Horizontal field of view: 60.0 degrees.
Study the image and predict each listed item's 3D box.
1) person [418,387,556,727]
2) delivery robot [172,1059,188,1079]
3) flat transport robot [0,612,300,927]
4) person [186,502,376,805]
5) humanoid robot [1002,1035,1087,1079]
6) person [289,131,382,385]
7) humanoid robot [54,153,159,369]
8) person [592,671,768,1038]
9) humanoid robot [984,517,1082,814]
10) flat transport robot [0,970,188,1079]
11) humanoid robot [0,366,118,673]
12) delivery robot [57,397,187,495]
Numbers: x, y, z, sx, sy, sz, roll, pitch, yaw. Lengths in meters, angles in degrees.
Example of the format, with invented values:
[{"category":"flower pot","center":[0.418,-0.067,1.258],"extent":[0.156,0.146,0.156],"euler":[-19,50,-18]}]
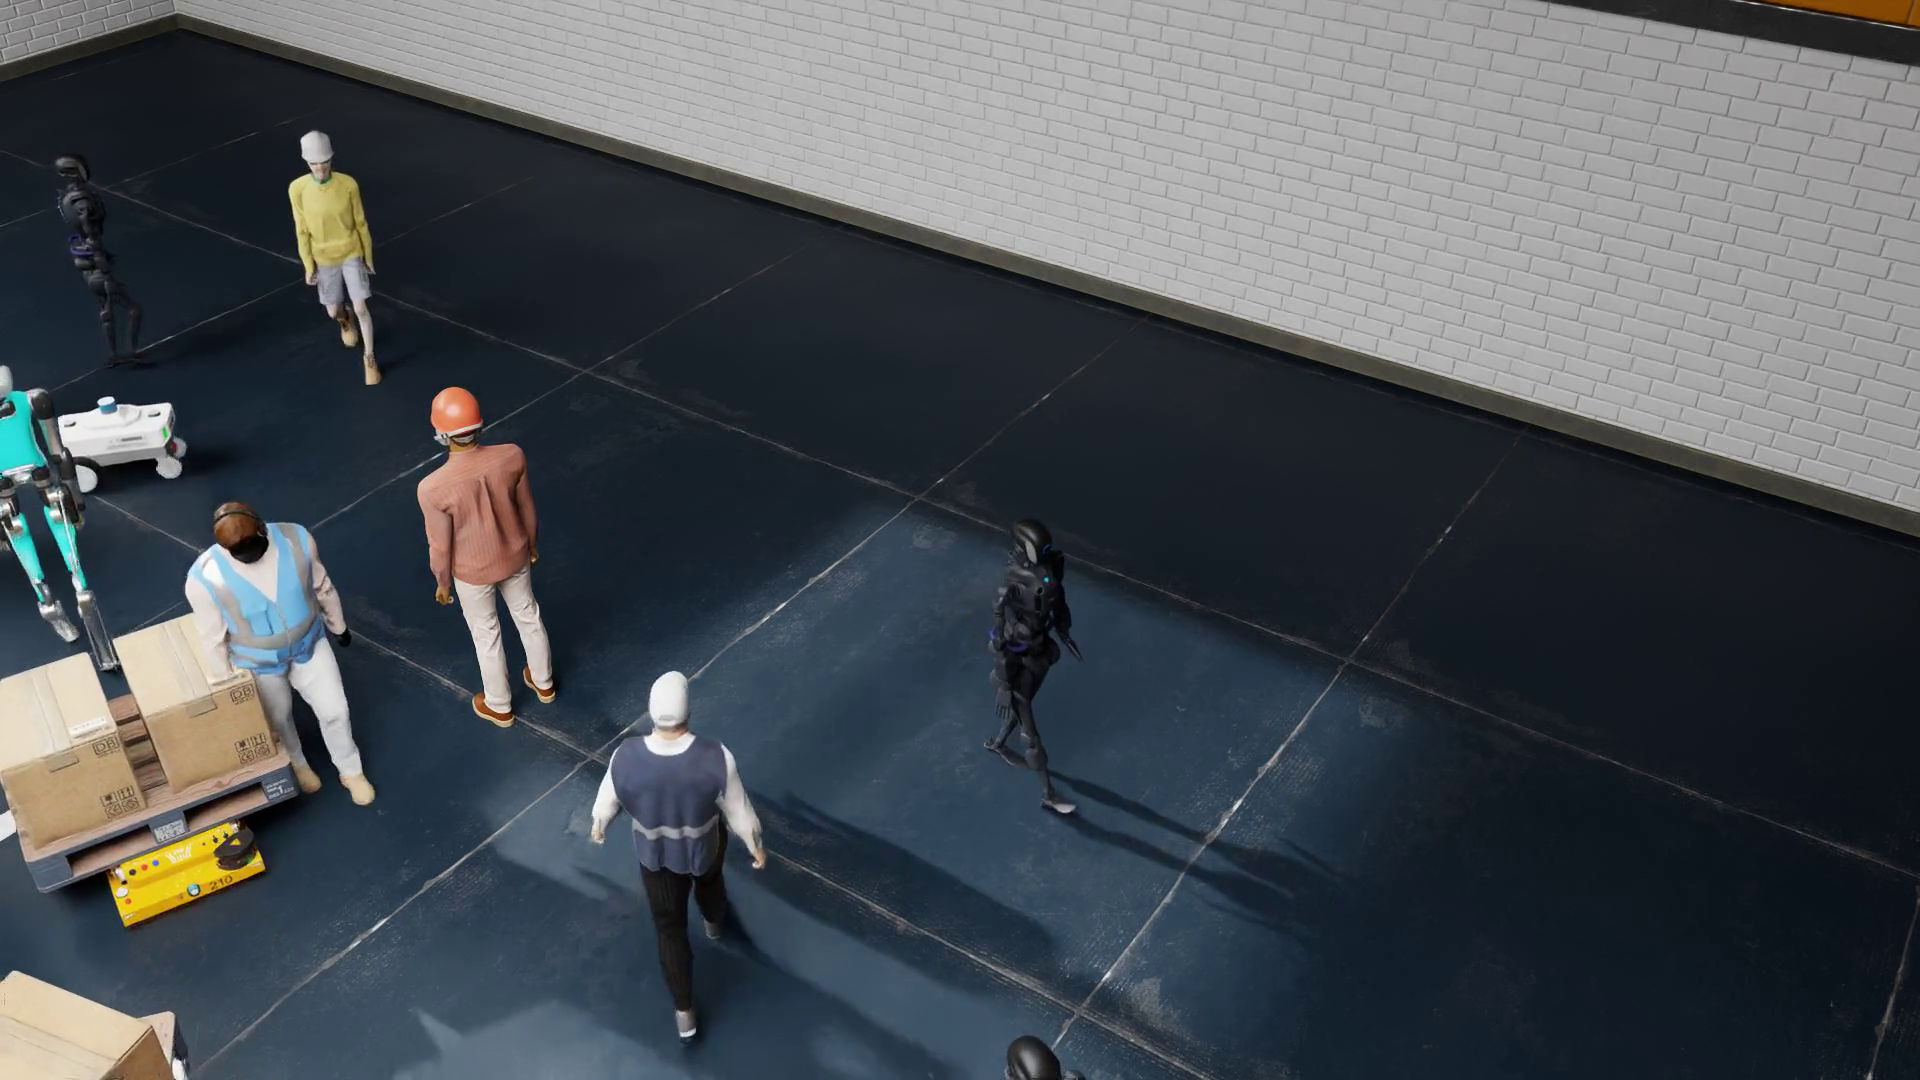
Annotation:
[{"category":"person","center":[-2.451,0.099,8.619],"extent":[0.610,1.995,0.376],"euler":[-29,44,-35]},{"category":"delivery robot","center":[-3.380,2.398,6.579],"extent":[0.499,0.585,0.775],"euler":[11,36,15]},{"category":"flat transport robot","center":[-4.047,1.313,8.387],"extent":[0.659,0.231,1.431],"euler":[-21,40,-27]},{"category":"person","center":[-3.280,0.574,8.106],"extent":[0.692,1.804,0.702],"euler":[-27,43,-33]},{"category":"humanoid robot","center":[0.241,2.310,5.767],"extent":[0.598,1.622,0.767],"euler":[-24,42,-30]},{"category":"person","center":[-4.417,-2.050,11.791],"extent":[0.503,1.877,0.631],"euler":[-13,37,-18]},{"category":"humanoid robot","center":[-6.143,-1.985,11.874],"extent":[0.395,1.646,0.596],"euler":[-18,39,-24]},{"category":"person","center":[-1.213,1.300,7.143],"extent":[0.760,1.718,0.895],"euler":[-4,35,-6]},{"category":"humanoid robot","center":[0.400,0.584,8.227],"extent":[0.735,1.631,0.601],"euler":[26,42,32]},{"category":"flat transport robot","center":[-3.612,2.644,6.486],"extent":[1.431,0.231,0.659],"euler":[-10,36,-14]},{"category":"humanoid robot","center":[-4.978,-0.022,9.039],"extent":[0.546,1.801,0.928],"euler":[-20,40,-27]},{"category":"delivery robot","center":[-5.547,-0.662,10.954],"extent":[0.788,0.587,0.499],"euler":[-8,36,-12]}]
